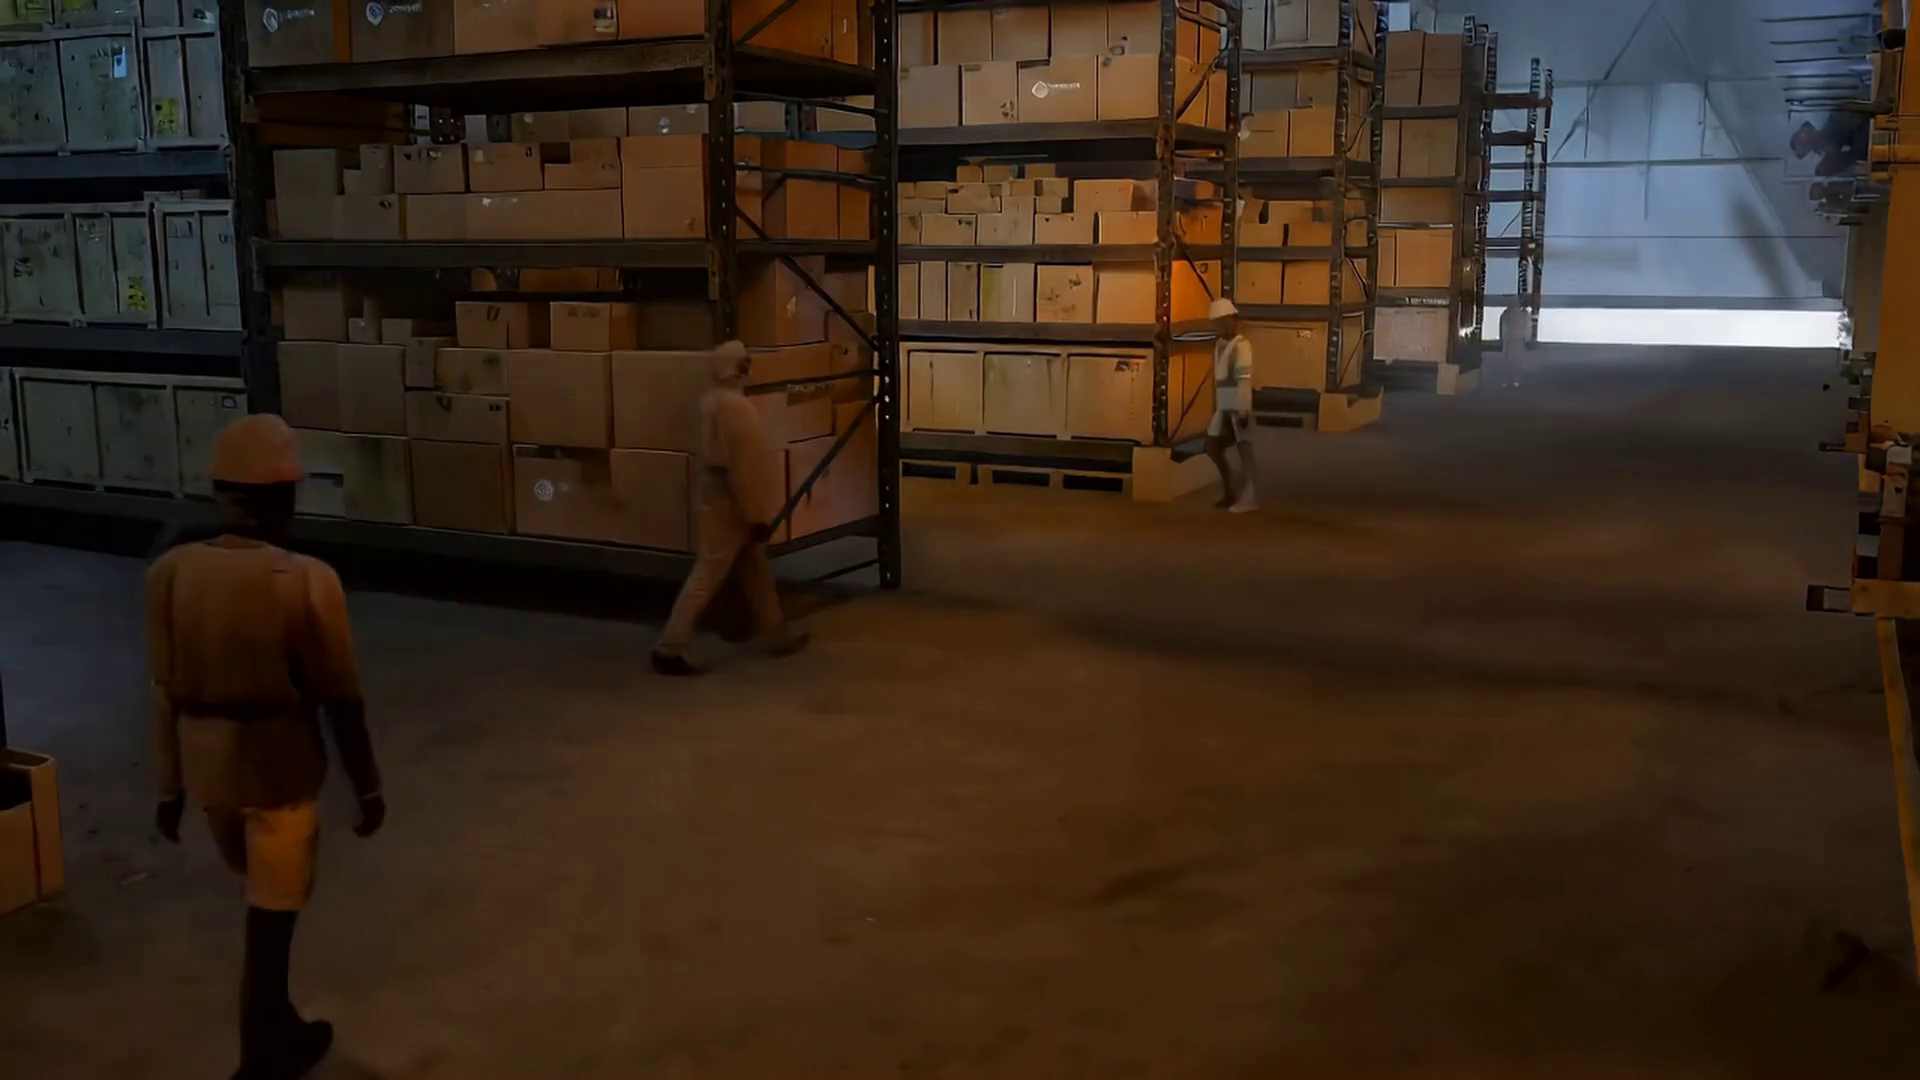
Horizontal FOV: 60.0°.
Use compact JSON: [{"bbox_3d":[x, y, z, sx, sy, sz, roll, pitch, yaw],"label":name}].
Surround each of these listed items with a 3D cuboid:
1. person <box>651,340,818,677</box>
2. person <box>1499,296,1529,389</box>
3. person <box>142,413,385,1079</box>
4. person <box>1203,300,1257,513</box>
[{"bbox_3d":[-1.303,-0.180,9.280,0.977,1.856,0.697,-3,10,-18],"label":"person"},{"bbox_3d":[9.602,-3.431,28.827,0.521,1.593,0.871,5,11,26],"label":"person"},{"bbox_3d":[-1.828,0.613,4.494,0.569,1.908,0.736,3,10,15],"label":"person"},{"bbox_3d":[2.450,-1.193,14.958,0.543,1.903,0.695,-4,11,-24],"label":"person"}]
